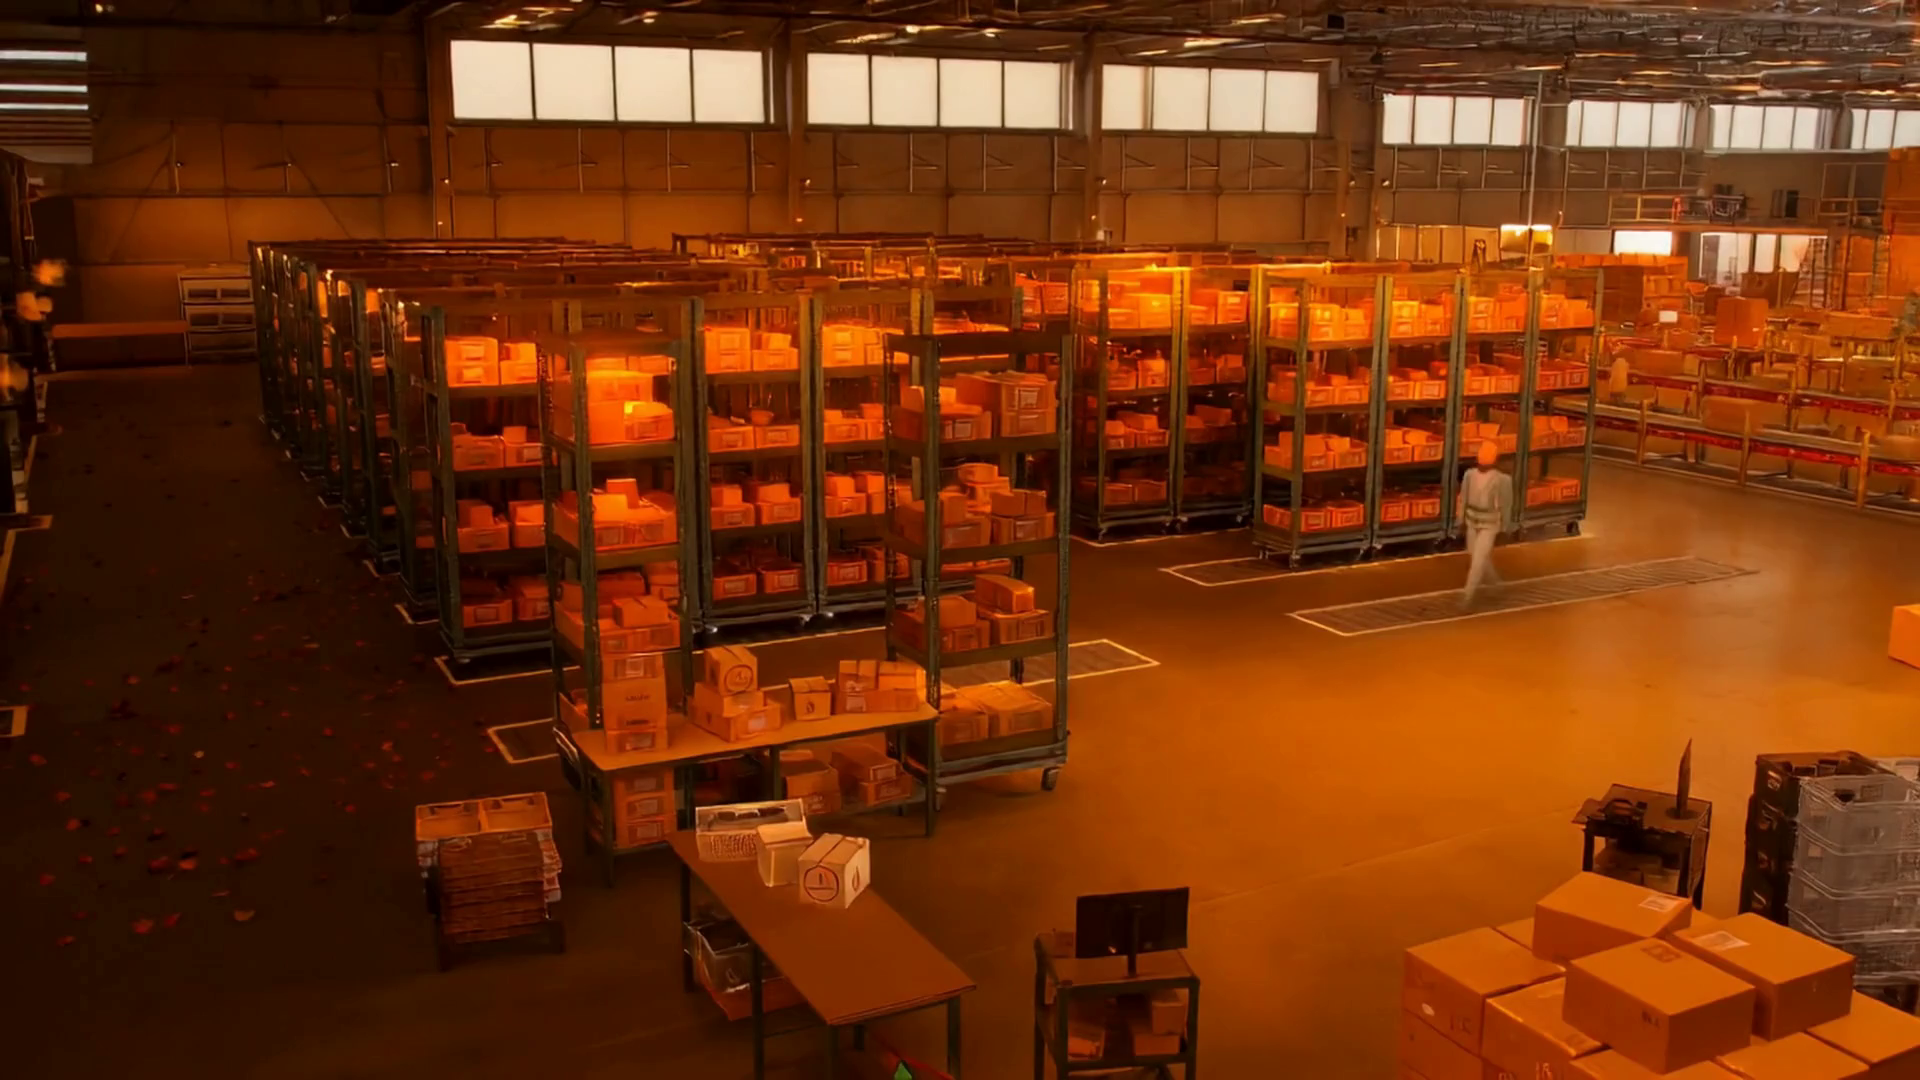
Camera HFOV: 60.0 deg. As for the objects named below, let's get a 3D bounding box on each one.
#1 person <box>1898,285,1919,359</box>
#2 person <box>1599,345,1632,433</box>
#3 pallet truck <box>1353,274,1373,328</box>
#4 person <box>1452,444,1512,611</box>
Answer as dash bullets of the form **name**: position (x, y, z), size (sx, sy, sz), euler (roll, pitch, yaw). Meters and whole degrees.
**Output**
- **person**: position (25.679, -5.846, 44.851), size (0.607, 2.023, 0.684), euler (-4, 13, -18)
- **person**: position (12.391, -2.809, 31.389), size (0.539, 1.723, 0.908), euler (-9, 15, -35)
- **pallet truck**: position (13.011, -8.050, 55.243), size (0.823, 1.965, 1.885), euler (-7, 14, -28)
- **person**: position (5.912, -0.176, 18.677), size (0.894, 1.889, 0.638), euler (-9, 15, -35)
